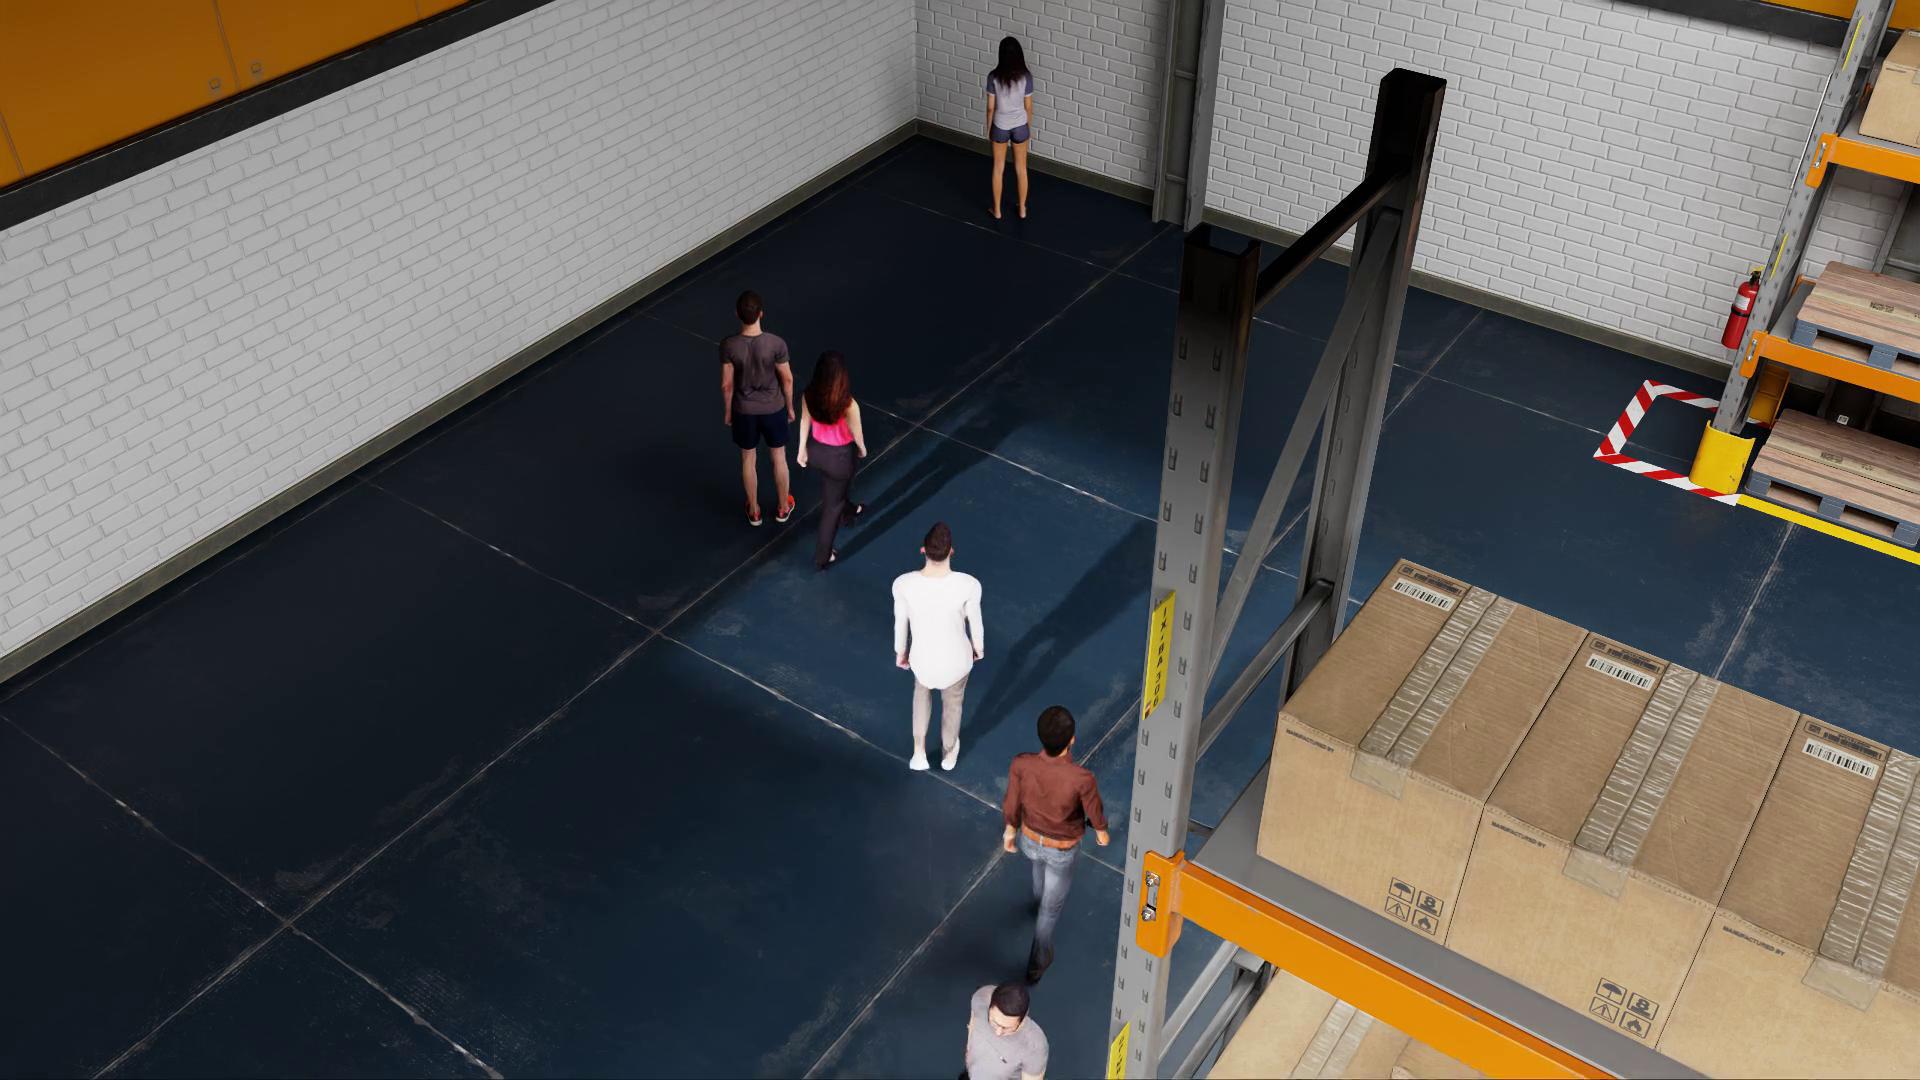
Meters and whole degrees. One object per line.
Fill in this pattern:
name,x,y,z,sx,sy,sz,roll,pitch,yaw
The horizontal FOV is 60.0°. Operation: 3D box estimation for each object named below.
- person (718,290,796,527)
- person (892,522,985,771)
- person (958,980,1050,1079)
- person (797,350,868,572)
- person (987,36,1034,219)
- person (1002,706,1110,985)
person,-1.420,-0.914,11.696,0.712,1.851,0.789,-4,39,-5
person,-0.119,0.701,9.691,0.834,1.830,0.896,5,39,6
person,0.243,2.459,7.570,0.801,1.728,0.636,-28,46,-30
person,-0.901,-0.494,11.354,0.933,1.621,0.681,21,43,24
person,0.463,-3.816,15.427,0.627,1.728,0.712,-2,39,-3
person,0.438,1.635,8.585,0.907,1.750,0.812,19,42,22
